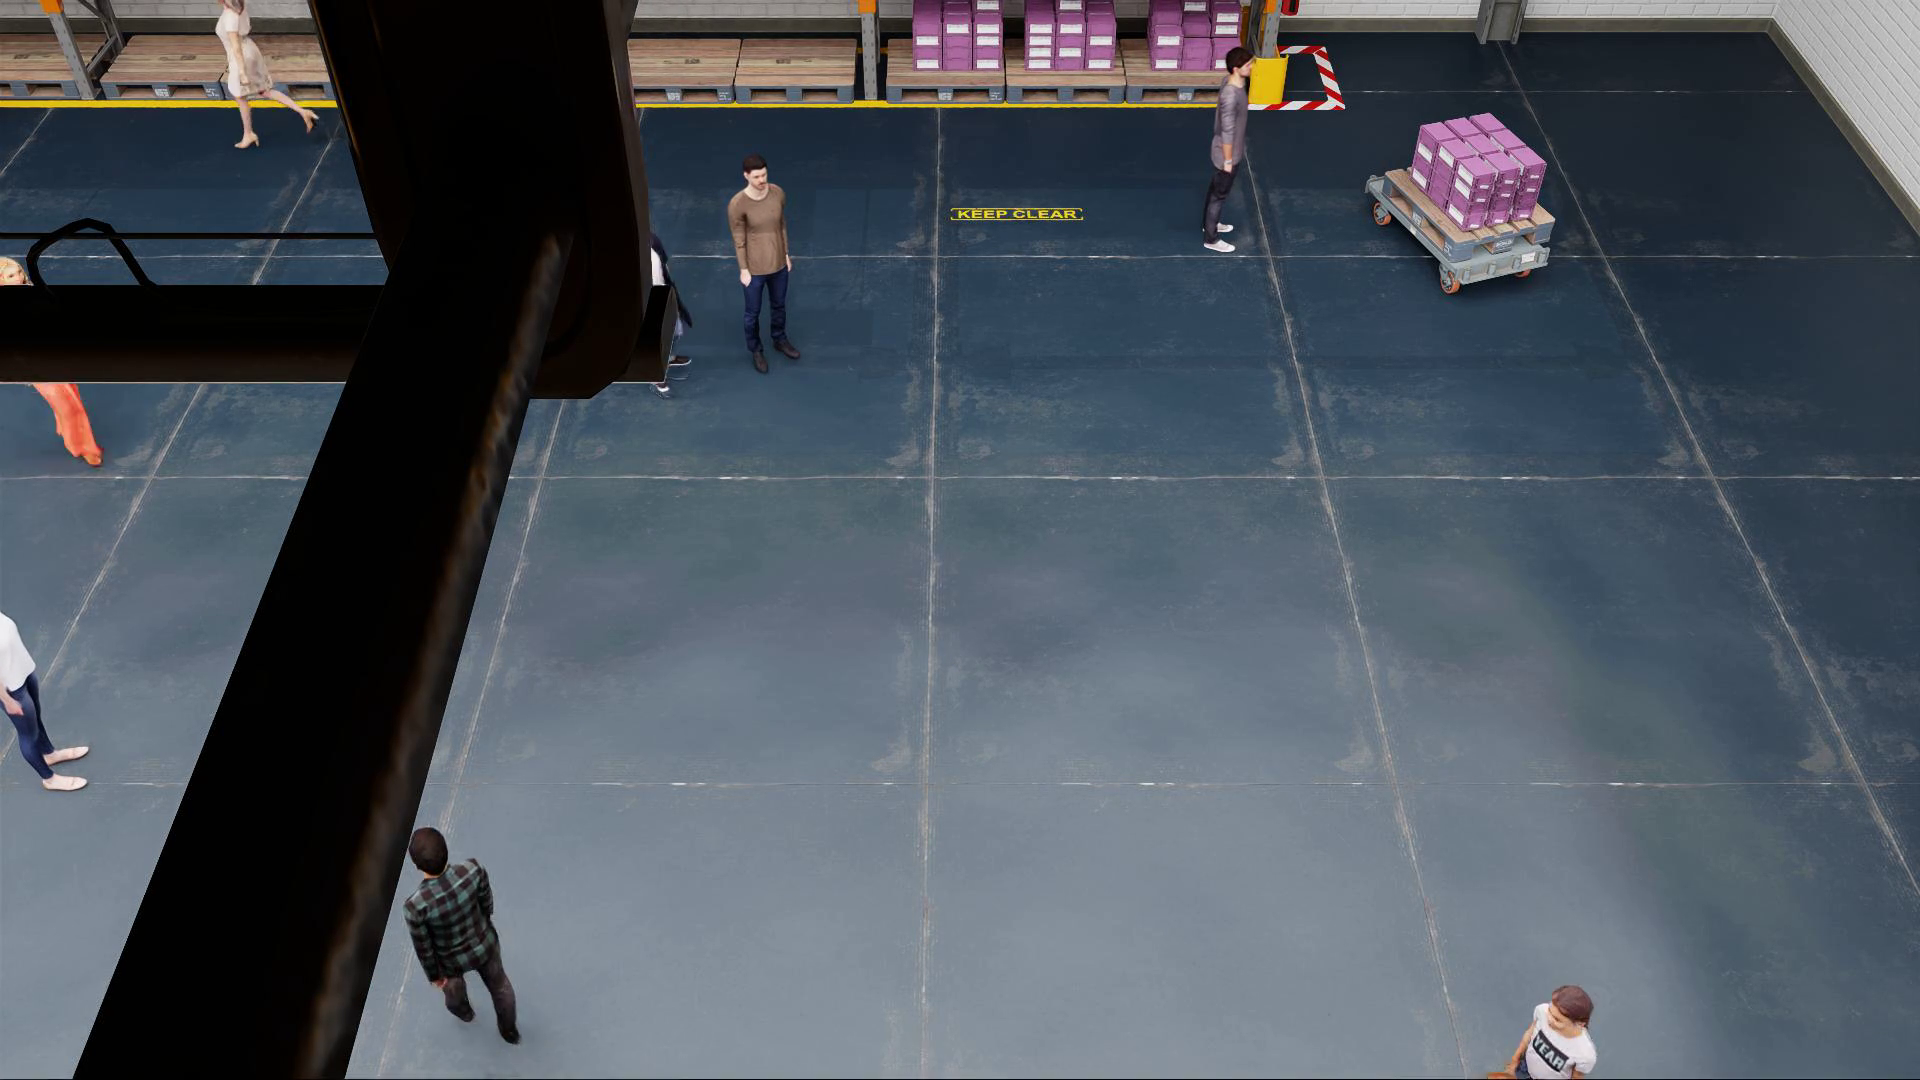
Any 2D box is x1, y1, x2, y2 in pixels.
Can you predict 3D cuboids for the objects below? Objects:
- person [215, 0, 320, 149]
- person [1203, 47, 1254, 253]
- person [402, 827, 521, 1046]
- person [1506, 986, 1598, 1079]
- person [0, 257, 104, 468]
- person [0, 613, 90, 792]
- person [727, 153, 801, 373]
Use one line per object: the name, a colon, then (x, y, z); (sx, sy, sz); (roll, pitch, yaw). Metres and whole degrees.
person: (-6.661, -4.494, 15.743); (1.094, 1.710, 0.656); (-3, 44, -3)
person: (2.324, -3.432, 14.525); (0.595, 1.853, 0.708); (6, 44, 7)
person: (-2.607, 2.190, 8.838); (0.918, 1.699, 0.942); (-27, 50, -26)
person: (2.970, 2.671, 8.337); (0.721, 1.553, 0.659); (-29, 51, -27)
person: (-6.878, -1.371, 12.411); (0.935, 1.785, 0.818); (18, 46, 18)
person: (-5.782, 0.856, 10.106); (0.609, 1.739, 0.619); (-11, 45, -11)
person: (-1.570, -2.227, 13.233); (0.717, 1.889, 0.804); (-28, 50, -26)
